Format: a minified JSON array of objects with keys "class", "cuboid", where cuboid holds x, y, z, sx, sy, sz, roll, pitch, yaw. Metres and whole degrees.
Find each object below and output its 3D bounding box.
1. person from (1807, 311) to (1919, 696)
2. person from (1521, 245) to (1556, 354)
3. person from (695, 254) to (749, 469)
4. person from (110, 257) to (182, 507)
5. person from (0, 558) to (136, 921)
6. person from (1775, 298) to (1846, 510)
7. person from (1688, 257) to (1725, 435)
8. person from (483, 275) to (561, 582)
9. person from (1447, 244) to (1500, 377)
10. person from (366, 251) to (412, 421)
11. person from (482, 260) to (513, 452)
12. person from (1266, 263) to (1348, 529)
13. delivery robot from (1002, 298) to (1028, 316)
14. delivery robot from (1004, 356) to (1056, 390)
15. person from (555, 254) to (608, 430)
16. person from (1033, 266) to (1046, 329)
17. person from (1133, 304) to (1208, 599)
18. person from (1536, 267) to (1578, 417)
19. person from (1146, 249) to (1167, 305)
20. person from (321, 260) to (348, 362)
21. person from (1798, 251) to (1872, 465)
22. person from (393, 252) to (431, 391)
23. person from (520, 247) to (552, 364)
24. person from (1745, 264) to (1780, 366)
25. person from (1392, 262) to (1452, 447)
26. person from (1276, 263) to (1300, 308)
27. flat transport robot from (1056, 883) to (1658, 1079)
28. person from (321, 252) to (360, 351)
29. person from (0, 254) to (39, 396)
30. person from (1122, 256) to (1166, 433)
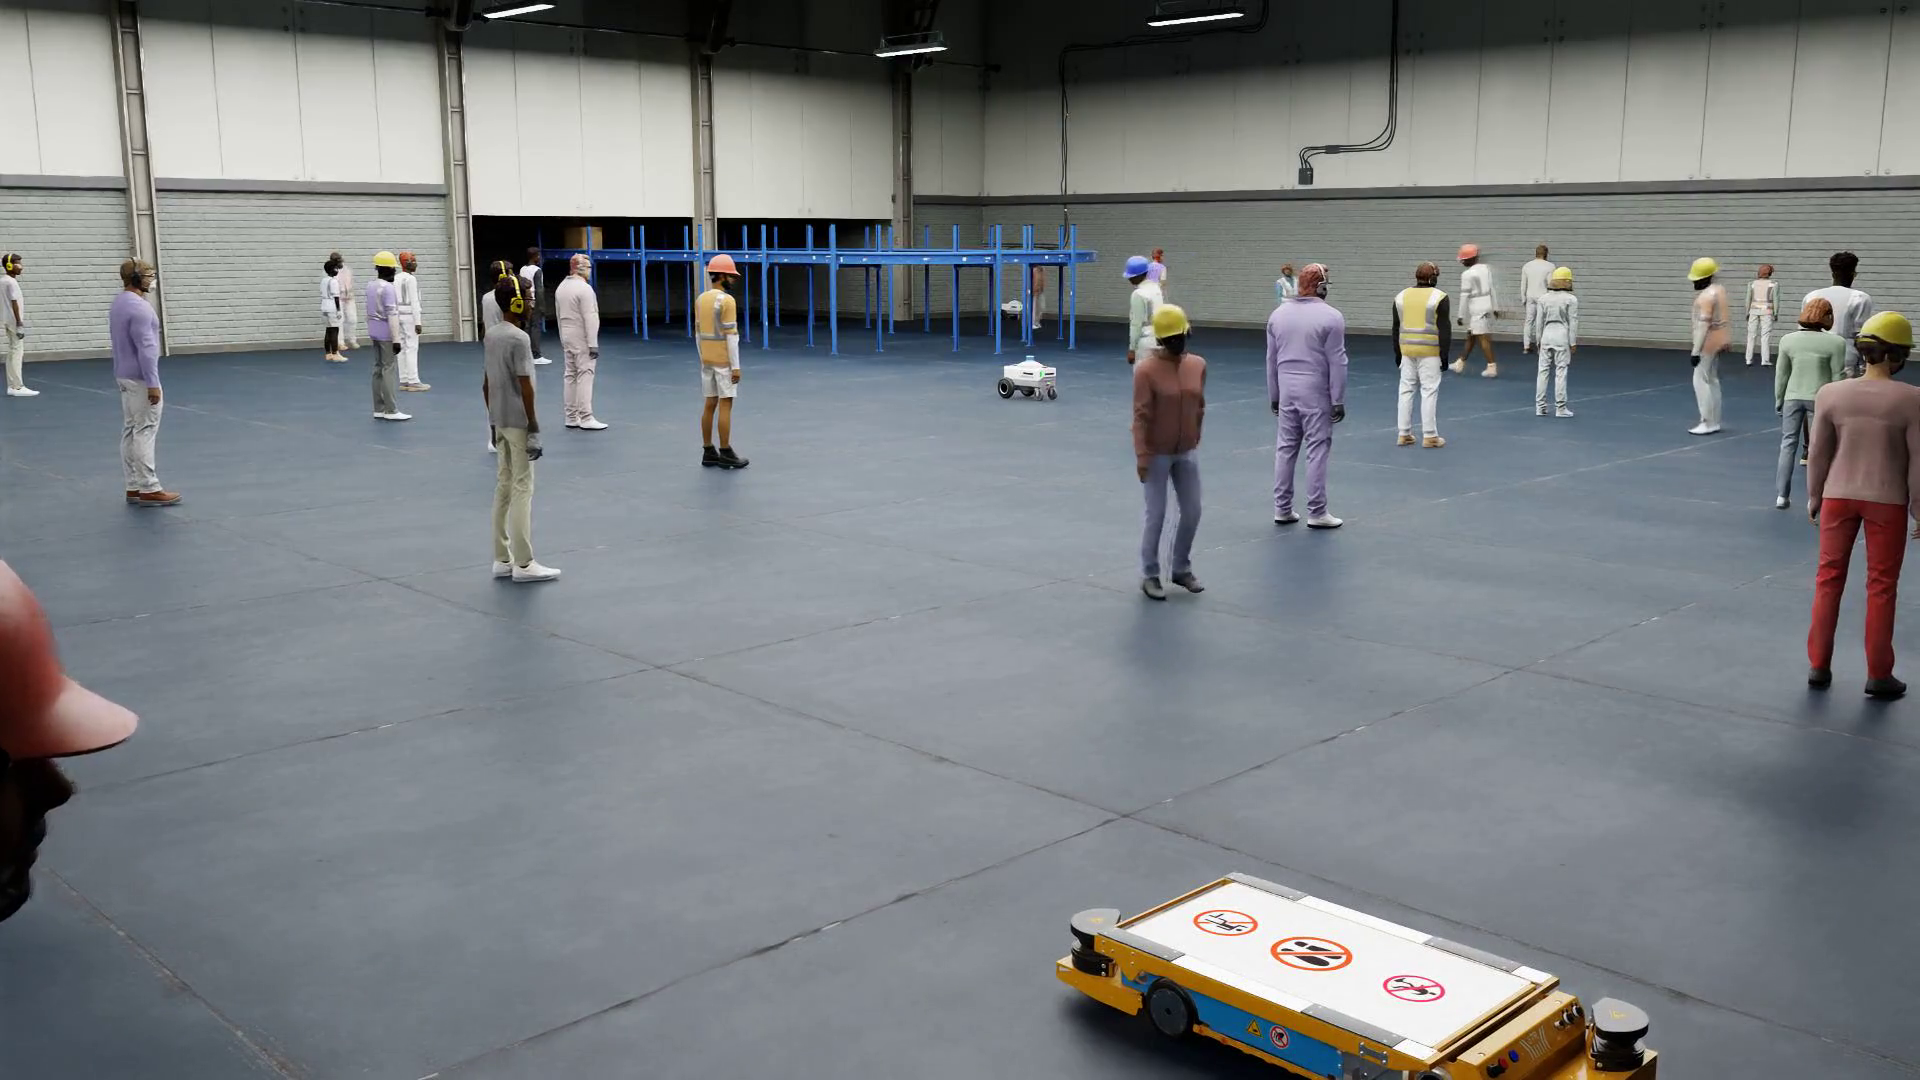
[{"class":"person","cuboid":[4.209,-0.171,7.717,0.327,1.765,0.528,-9,14,-42]},{"class":"person","cuboid":[10.334,-4.296,29.737,0.362,1.936,0.631,-9,14,-42]},{"class":"person","cuboid":[-2.183,-1.637,15.243,0.374,1.934,0.549,-9,14,-42]},{"class":"person","cuboid":[-6.464,-1.249,13.117,0.362,1.938,0.631,-9,14,-42]},{"class":"person","cuboid":[-0.768,0.924,1.269,0.377,1.936,0.549,-9,14,-42]},{"class":"person","cuboid":[6.577,-1.056,12.896,0.271,1.632,0.503,-9,14,-42]},{"class":"person","cuboid":[8.012,-2.083,17.844,0.424,1.876,0.764,7,12,32]},{"class":"person","cuboid":[-2.738,-0.691,10.261,0.319,1.870,0.521,-9,14,-42]},{"class":"person","cuboid":[7.699,-3.442,24.976,0.964,1.971,0.695,10,14,44]},{"class":"person","cuboid":[-6.586,-2.344,19.117,0.386,1.926,0.591,-9,14,-42]},{"class":"person","cuboid":[-4.456,-1.781,16.207,0.319,1.870,0.521,-9,14,-42]},{"class":"person","cuboid":[2.545,-1.049,12.116,0.400,1.907,0.645,-9,14,-42]},{"class":"delivery robot","cuboid":[1.381,-5.810,41.623,0.477,0.478,0.707,-10,14,-44]},{"class":"delivery robot","cuboid":[0.916,-2.162,21.730,0.477,0.478,0.707,-10,14,-44]},{"class":"person","cuboid":[-4.139,-2.167,18.220,0.400,1.905,0.645,-9,14,-42]},{"class":"person","cuboid":[1.744,-5.571,37.577,0.541,1.602,0.484,-10,14,-43]},{"class":"person","cuboid":[1.199,-0.502,9.612,0.543,1.725,0.488,-5,12,-26]},{"class":"person","cuboid":[7.005,-2.324,19.514,0.322,1.741,0.489,-9,14,-42]},{"class":"person","cuboid":[3.755,-4.695,32.170,0.381,1.841,0.566,-9,14,-42]},{"class":"person","cuboid":[-10.520,-3.839,27.888,0.320,1.698,0.538,-9,14,-42]},{"class":"person","cuboid":[8.018,-1.658,15.273,0.366,1.963,0.610,-9,14,-42]},{"class":"person","cuboid":[-7.550,-2.995,22.789,0.346,1.882,0.578,-9,14,-42]},{"class":"person","cuboid":[-7.076,-3.885,27.551,0.383,1.916,0.591,-9,14,-42]},{"class":"person","cuboid":[13.018,-3.648,27.011,0.313,1.639,0.517,-9,14,-42]},{"class":"person","cuboid":[4.664,-1.869,16.764,0.429,1.843,0.627,-9,14,-42]},{"class":"person","cuboid":[5.994,-4.189,30.051,0.699,1.607,0.323,-6,12,-29]},{"class":"flat transport robot","cuboid":[1.002,1.205,4.401,0.652,0.197,1.431,-10,14,-44]},{"class":"person","cuboid":[-11.430,-4.392,30.645,0.638,1.802,0.508,-10,14,-43]},{"class":"person","cuboid":[-12.522,-2.849,22.046,0.319,1.865,0.521,-9,14,-42]},{"class":"person","cuboid":[2.042,-2.094,17.850,0.470,1.895,0.764,7,12,32]}]
